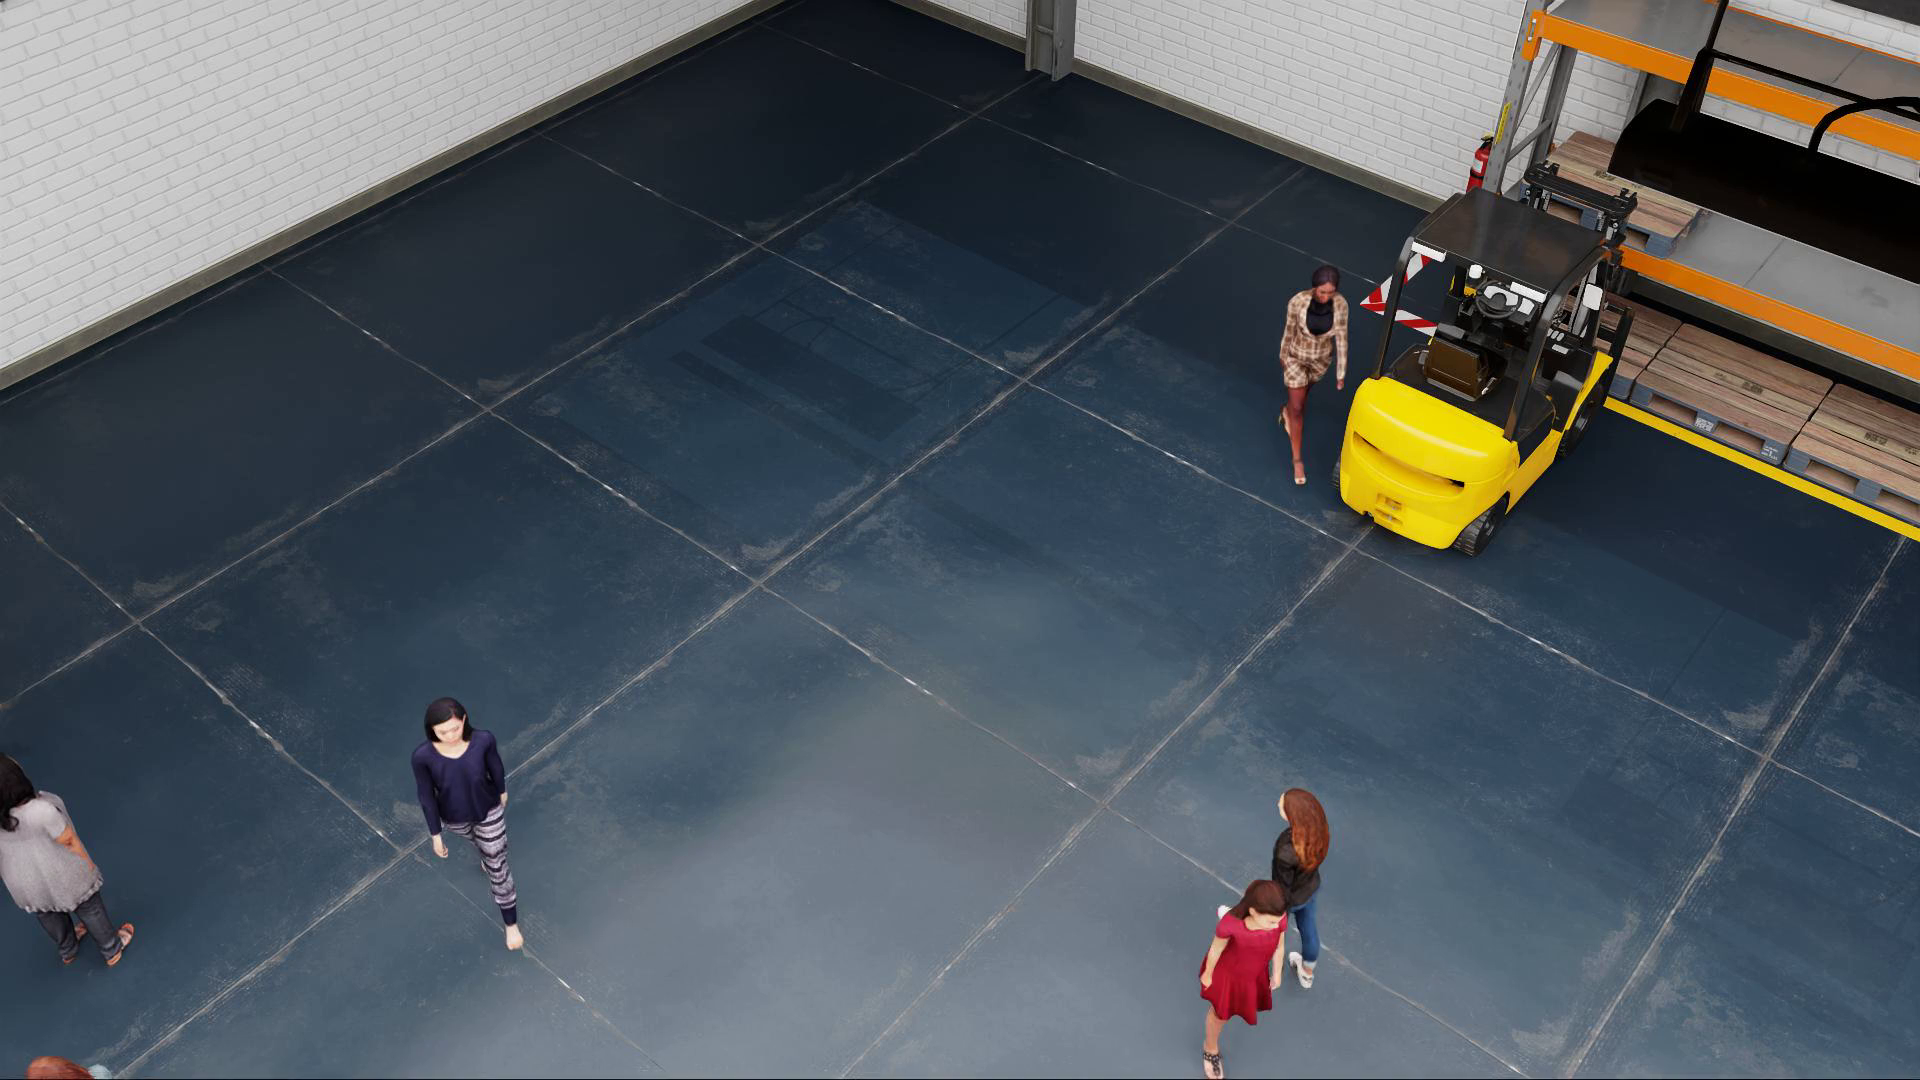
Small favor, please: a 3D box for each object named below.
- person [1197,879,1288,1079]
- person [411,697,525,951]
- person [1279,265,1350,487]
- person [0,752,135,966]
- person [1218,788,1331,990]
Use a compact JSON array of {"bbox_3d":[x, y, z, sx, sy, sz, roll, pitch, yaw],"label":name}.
[{"bbox_3d":[1.454,2.150,8.612,0.831,1.529,0.931,-6,44,-6],"label":"person"},{"bbox_3d":[-2.751,1.428,9.259,1.000,1.682,1.178,-12,45,-12],"label":"person"},{"bbox_3d":[2.515,-1.326,12.119,1.107,1.726,1.114,-2,44,-2],"label":"person"},{"bbox_3d":[-4.950,1.750,8.978,0.774,1.605,0.836,-2,44,-2],"label":"person"},{"bbox_3d":[1.846,1.907,8.925,0.647,1.451,0.900,-32,52,-29],"label":"person"}]
